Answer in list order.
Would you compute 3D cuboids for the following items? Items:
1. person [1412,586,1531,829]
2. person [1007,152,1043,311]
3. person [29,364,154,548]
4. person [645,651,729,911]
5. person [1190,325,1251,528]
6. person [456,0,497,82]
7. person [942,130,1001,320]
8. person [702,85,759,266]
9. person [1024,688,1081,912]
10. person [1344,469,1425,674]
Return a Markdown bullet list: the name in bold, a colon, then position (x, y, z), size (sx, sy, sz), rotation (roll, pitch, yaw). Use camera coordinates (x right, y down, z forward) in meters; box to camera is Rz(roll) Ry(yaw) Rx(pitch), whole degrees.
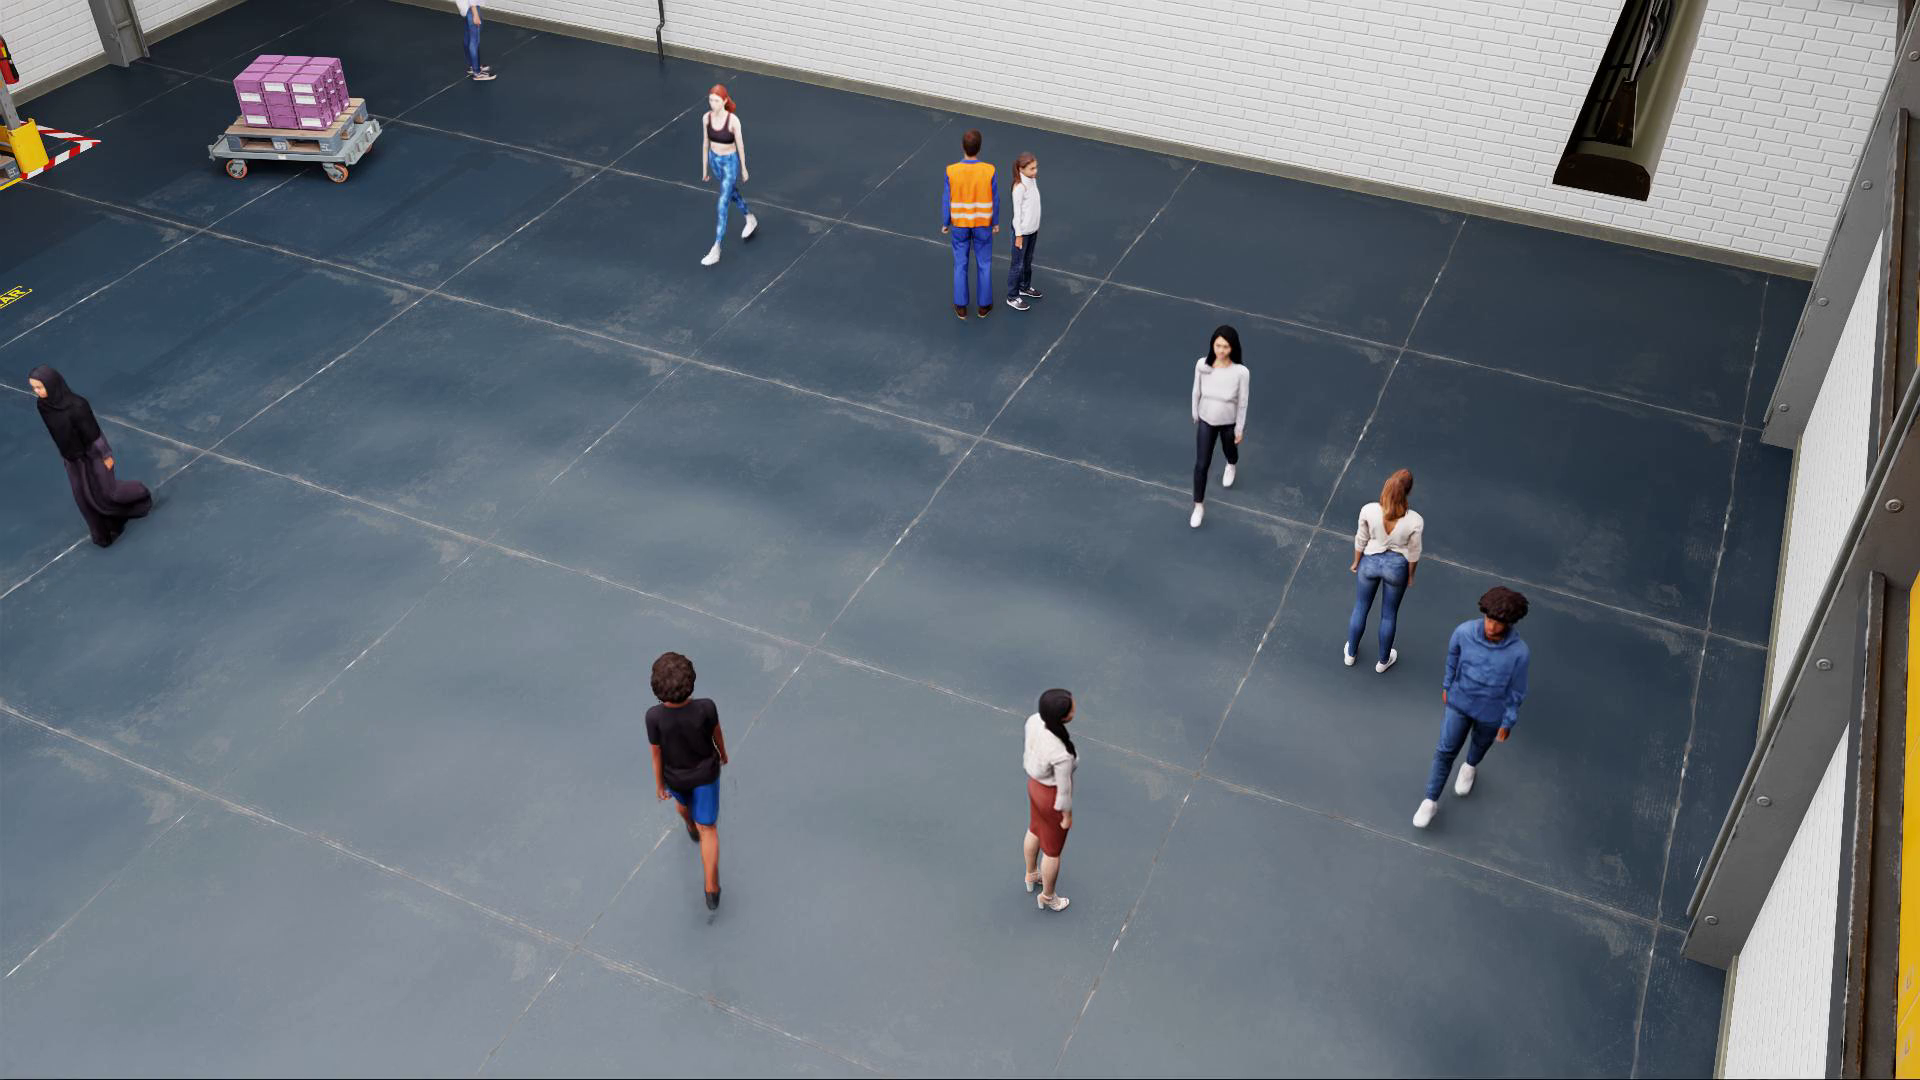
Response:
- **person**: position (3.373, 0.981, 10.704), size (0.747, 1.780, 1.055), rotation (19, 42, 22)
- **person**: position (0.612, -2.971, 15.831), size (0.609, 1.558, 0.468), rotation (20, 43, 23)
- **person**: position (-6.781, -0.721, 12.980), size (0.681, 1.600, 0.842), rotation (7, 39, 9)
- **person**: position (-1.618, 1.469, 10.108), size (1.046, 1.761, 1.240), rotation (-6, 39, -7)
- **person**: position (2.104, -0.987, 13.260), size (0.663, 1.666, 1.110), rotation (13, 40, 16)
- **person**: position (-5.940, -6.439, 20.049), size (0.787, 1.713, 0.749), rotation (-18, 42, -21)
- **person**: position (0.103, -2.950, 15.561), size (0.787, 1.862, 0.768), rotation (0, 39, 0)
- **person**: position (-2.297, -3.698, 16.603), size (0.580, 1.730, 1.229), rotation (17, 41, 20)
- **person**: position (0.544, 1.556, 10.009), size (0.718, 1.750, 0.674), rotation (-16, 41, -19)
- **person**: position (2.981, 0.216, 11.711), size (0.604, 1.719, 0.515), rotation (16, 41, 19)
